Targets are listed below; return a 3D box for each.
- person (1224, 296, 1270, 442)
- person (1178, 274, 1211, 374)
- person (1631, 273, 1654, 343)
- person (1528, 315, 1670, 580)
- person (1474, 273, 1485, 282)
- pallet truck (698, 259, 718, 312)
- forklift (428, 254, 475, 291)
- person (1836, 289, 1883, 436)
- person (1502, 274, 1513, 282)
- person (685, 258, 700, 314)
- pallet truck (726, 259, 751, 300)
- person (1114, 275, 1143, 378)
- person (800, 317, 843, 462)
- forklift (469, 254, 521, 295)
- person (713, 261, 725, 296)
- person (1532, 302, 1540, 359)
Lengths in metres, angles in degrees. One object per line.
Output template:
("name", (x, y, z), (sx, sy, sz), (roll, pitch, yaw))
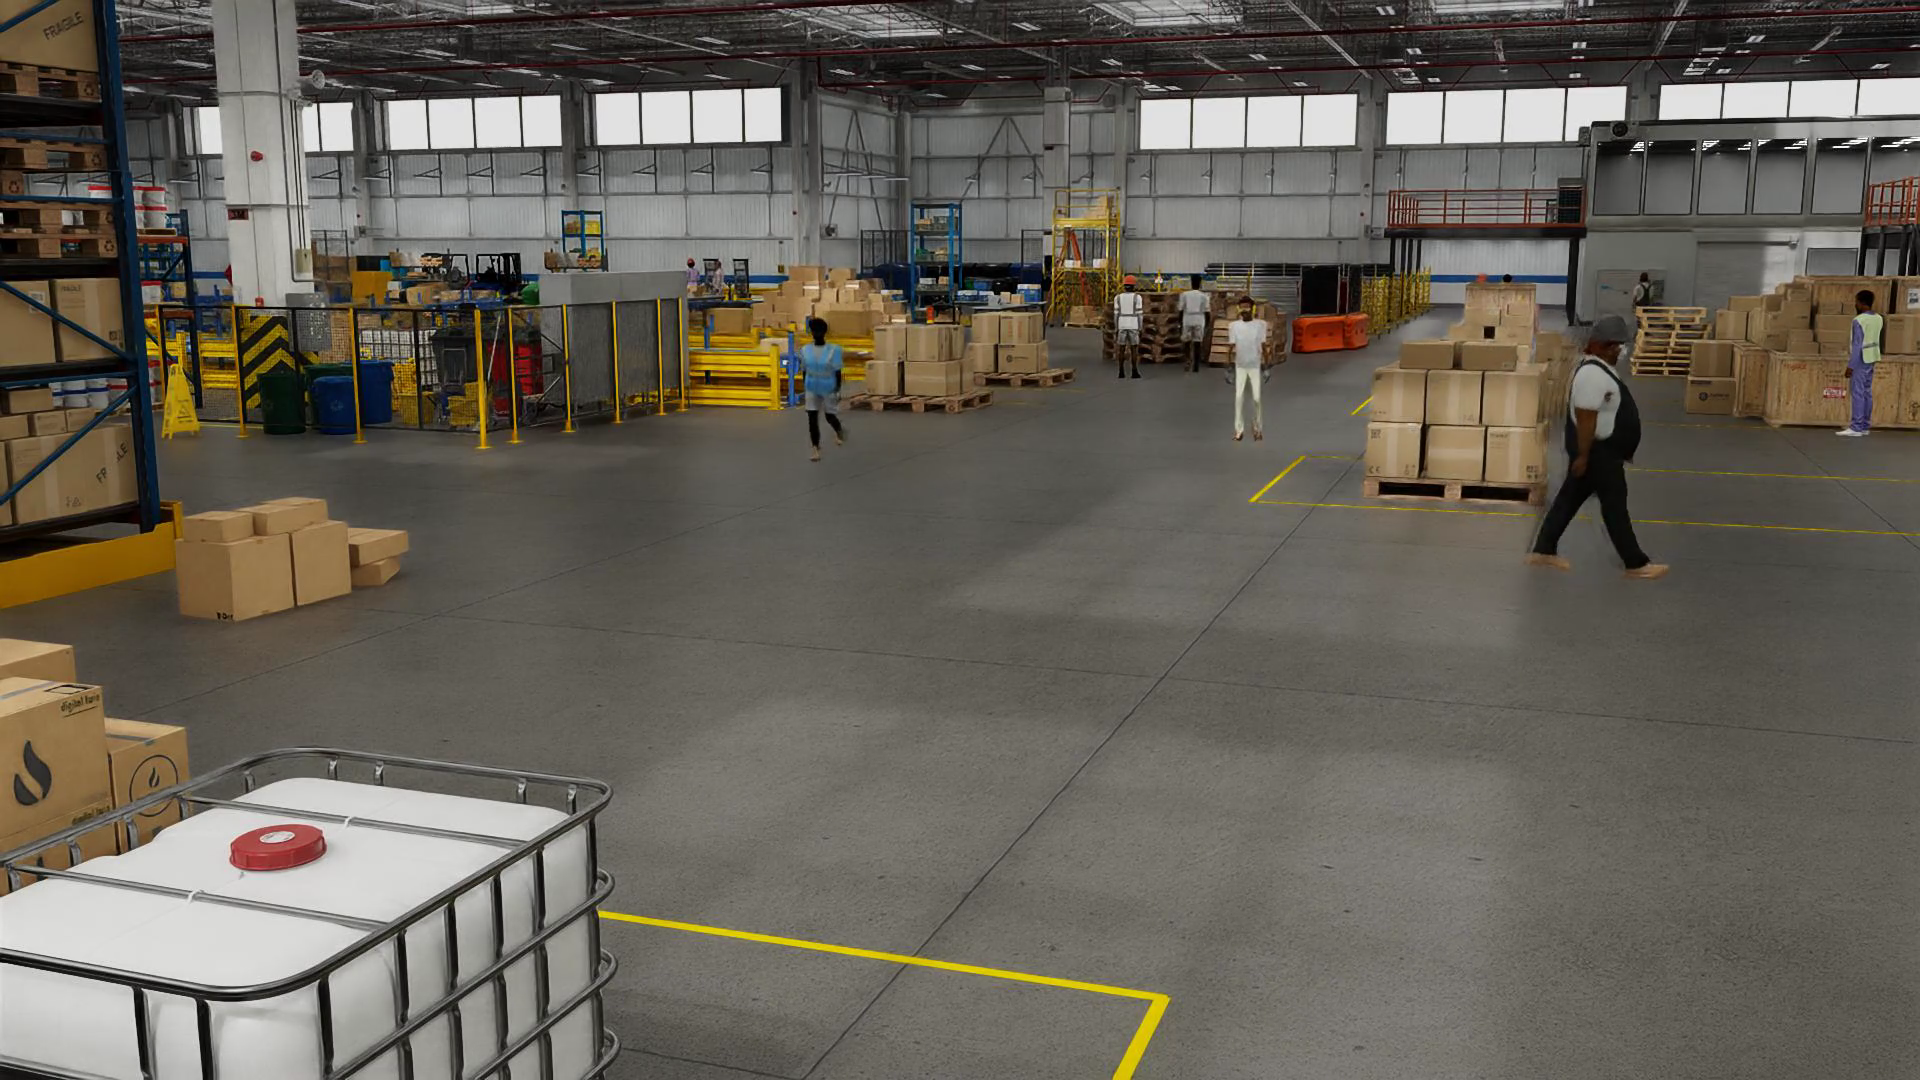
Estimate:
("person", (3.671, -2.184, 21.255), (0.563, 1.861, 0.384), (3, 10, 16))
("person", (4.589, -4.226, 32.514), (0.632, 1.936, 0.740), (2, 10, 13))
("person", (17.413, -5.905, 42.370), (0.520, 1.807, 0.970), (-2, 10, -11))
("person", (4.850, -0.737, 12.585), (1.006, 2.000, 0.686), (3, 11, 18))
("person", (11.385, -4.929, 36.608), (0.543, 1.906, 0.858), (3, 10, 15))
("pallet truck", (-9.165, -9.627, 62.776), (0.823, 1.965, 1.885), (4, 11, 23))
("forklift", (-20.133, -10.254, 65.465), (1.157, 1.987, 2.680), (3, 11, 19))
("person", (11.849, -2.319, 21.837), (0.593, 1.922, 0.392), (-8, 13, -37))
("person", (11.978, -4.898, 36.519), (0.519, 1.865, 0.328), (-1, 10, -4))
("person", (-9.317, -8.737, 57.674), (0.394, 2.037, 0.604), (9, 14, 42))
("pallet truck", (-7.986, -9.493, 62.019), (0.823, 1.965, 1.885), (3, 11, 17))
("person", (3.172, -4.002, 31.263), (0.544, 1.939, 0.354), (4, 11, 19))
("person", (-1.587, -1.767, 19.364), (0.530, 1.672, 0.601), (2, 10, 13))
("forklift", (-17.990, -10.121, 64.684), (1.157, 1.987, 2.680), (3, 11, 17))
("person", (-8.770, -9.160, 60.402), (0.409, 1.907, 0.651), (1, 10, 5))
("person", (10.575, -3.895, 31.155), (0.539, 1.747, 0.578), (4, 11, 22))
